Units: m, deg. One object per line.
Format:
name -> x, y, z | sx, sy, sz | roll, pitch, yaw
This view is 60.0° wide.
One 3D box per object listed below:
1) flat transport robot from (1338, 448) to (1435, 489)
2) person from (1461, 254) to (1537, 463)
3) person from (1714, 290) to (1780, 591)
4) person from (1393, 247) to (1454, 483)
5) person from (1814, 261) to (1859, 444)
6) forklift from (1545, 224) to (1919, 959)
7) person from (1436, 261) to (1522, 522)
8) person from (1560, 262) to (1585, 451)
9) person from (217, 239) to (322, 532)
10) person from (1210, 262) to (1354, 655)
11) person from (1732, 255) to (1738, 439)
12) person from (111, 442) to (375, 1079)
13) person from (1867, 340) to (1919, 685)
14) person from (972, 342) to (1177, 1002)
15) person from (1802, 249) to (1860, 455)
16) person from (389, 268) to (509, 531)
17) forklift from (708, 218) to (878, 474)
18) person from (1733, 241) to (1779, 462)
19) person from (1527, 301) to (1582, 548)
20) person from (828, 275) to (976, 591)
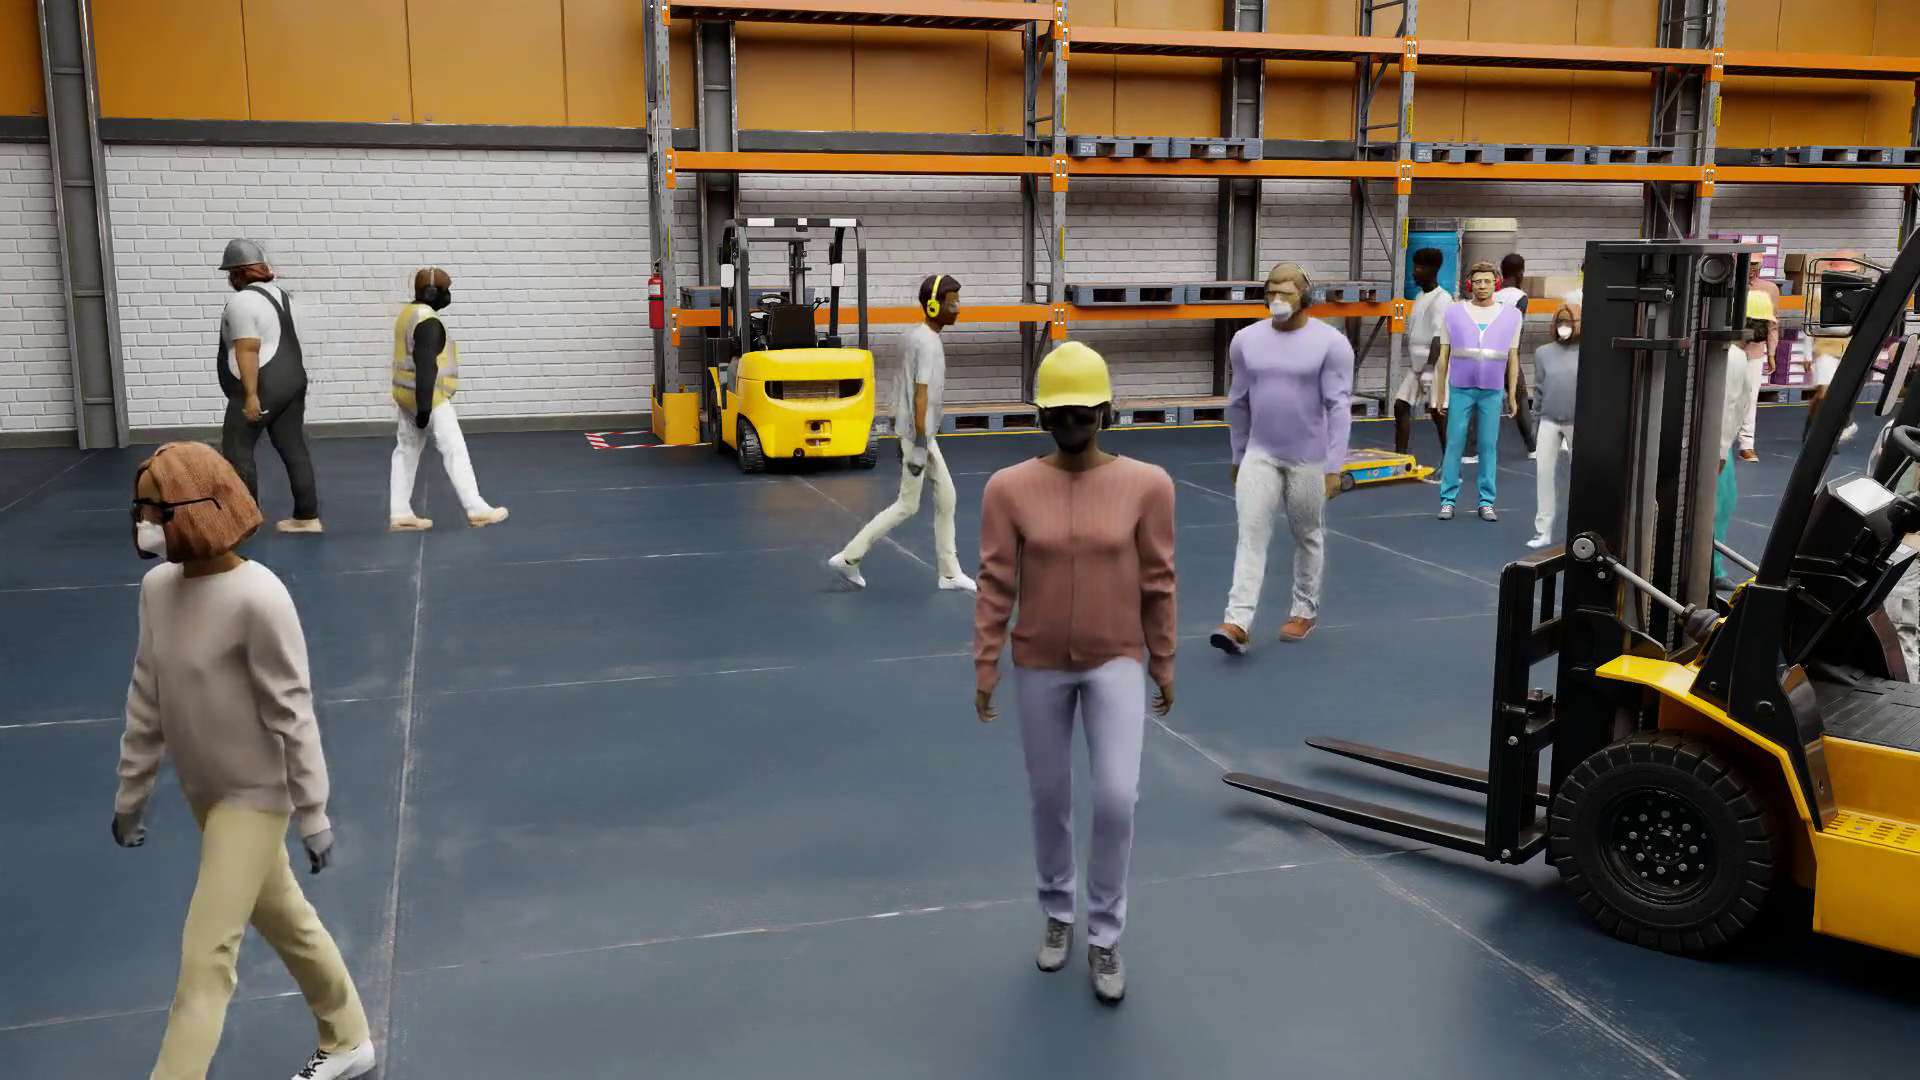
flat transport robot -> 3.170, -0.590, 13.659 | 1.431, 0.197, 0.652 | -7, 12, -33
person -> 4.934, -1.623, 14.960 | 1.002, 1.857, 0.593 | -5, 12, -26
person -> 4.208, -0.548, 9.439 | 0.690, 1.735, 0.538 | 4, 11, 21
person -> 3.740, -1.422, 13.644 | 0.821, 1.933, 0.657 | -1, 10, -6
person -> 8.506, -1.823, 16.132 | 0.412, 1.829, 0.552 | -1, 10, -5
forklift -> 2.909, 0.117, 4.508 | 2.313, 2.155, 1.214 | 9, 14, 40
person -> 3.696, -1.056, 11.893 | 0.563, 1.847, 0.389 | 2, 11, 12
person -> 5.879, -1.704, 15.504 | 0.532, 1.824, 0.860 | -5, 12, -26
person -> -4.777, -1.039, 11.271 | 0.776, 2.000, 0.752 | 2, 10, 9
person -> 1.544, -0.375, 8.032 | 0.659, 1.889, 0.989 | 6, 12, 30
person -> 7.554, -1.892, 16.486 | 0.593, 1.841, 0.944 | 10, 14, 43
person -> -1.650, 0.585, 3.623 | 0.523, 1.580, 0.859 | 8, 13, 38
person -> 3.624, 0.060, 6.390 | 0.520, 1.648, 0.325 | -10, 14, -42
person -> 0.298, 0.355, 4.429 | 0.543, 1.745, 0.599 | 2, 10, 8
person -> 8.174, -1.743, 15.490 | 0.538, 1.915, 0.465 | 2, 11, 13
person -> -3.582, -0.964, 11.501 | 0.868, 1.801, 0.641 | -7, 13, -34
forklift -> -1.522, -1.778, 14.899 | 1.214, 2.155, 2.313 | -3, 11, -17
person -> 7.024, -1.682, 14.960 | 0.622, 1.987, 0.406 | 1, 10, 4
person -> 4.026, -0.767, 10.965 | 0.506, 1.610, 0.699 | 9, 14, 42
person -> -0.299, -0.586, 9.410 | 0.865, 1.826, 0.584 | 0, 10, 0
